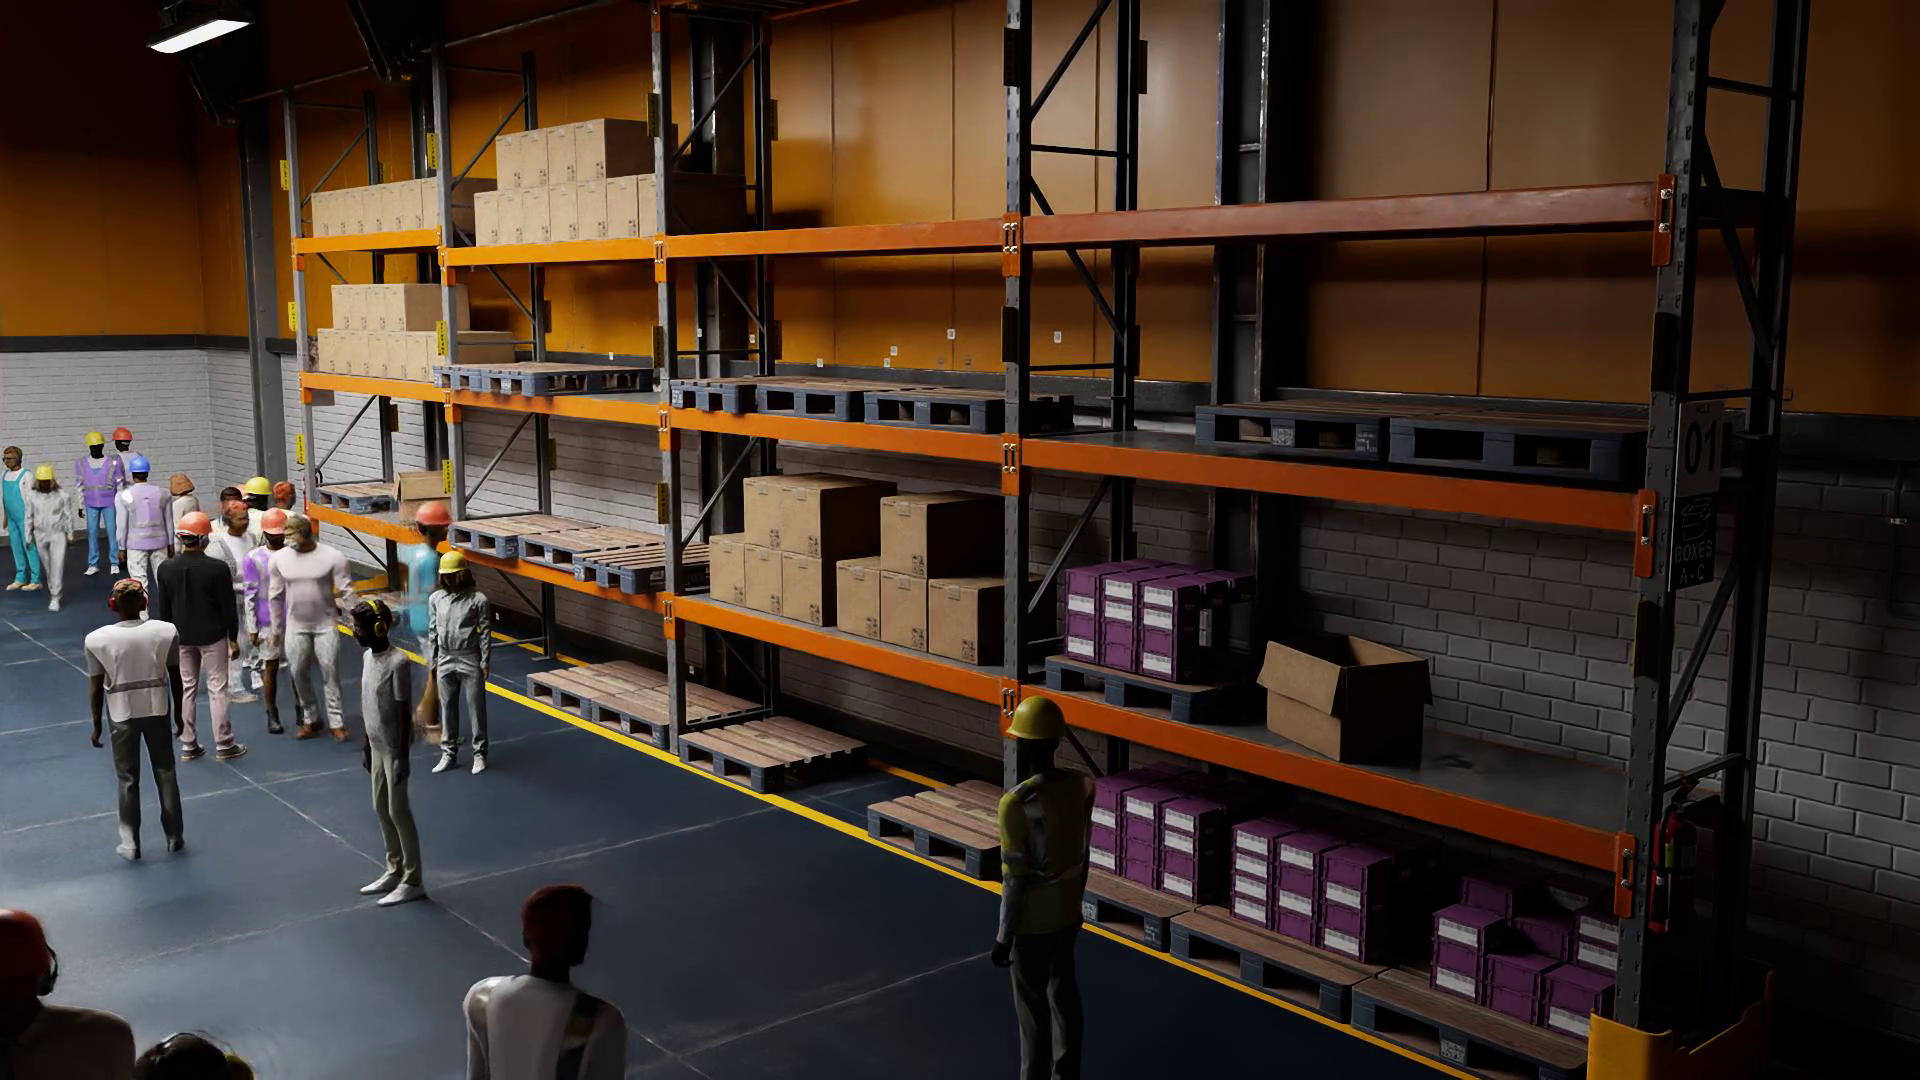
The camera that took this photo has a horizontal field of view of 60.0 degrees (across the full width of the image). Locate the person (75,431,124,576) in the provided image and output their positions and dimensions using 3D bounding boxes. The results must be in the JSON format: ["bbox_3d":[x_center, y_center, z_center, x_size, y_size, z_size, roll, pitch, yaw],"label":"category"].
[{"bbox_3d":[-11.441,-0.490,22.141,0.585,1.928,0.379,-2,8,-12],"label":"person"}]

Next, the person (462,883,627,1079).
[{"bbox_3d":[-1.266,1.983,5.144,0.587,1.876,0.365,3,9,19],"label":"person"}]

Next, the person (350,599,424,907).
[{"bbox_3d":[-3.498,1.279,10.117,0.525,1.856,0.344,8,11,44],"label":"person"}]

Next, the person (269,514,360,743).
[{"bbox_3d":[-5.327,0.725,13.745,0.711,1.927,0.391,-1,8,-7],"label":"person"}]

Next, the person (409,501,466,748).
[{"bbox_3d":[-4.268,0.696,13.537,0.405,2.031,0.628,-3,9,-19],"label":"person"}]

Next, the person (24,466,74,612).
[{"bbox_3d":[-10.842,-0.040,19.806,0.497,1.699,0.890,-2,9,-17],"label":"person"}]

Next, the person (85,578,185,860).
[{"bbox_3d":[-5.376,1.169,10.886,0.563,1.848,0.391,-6,10,-34],"label":"person"}]

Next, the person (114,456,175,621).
[{"bbox_3d":[-8.971,0.050,18.316,0.606,1.947,0.406,-8,11,-44],"label":"person"}]

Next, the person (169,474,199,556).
[{"bbox_3d":[-9.084,0.037,19.543,0.285,1.629,0.503,1,8,4],"label":"person"}]

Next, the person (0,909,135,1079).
[{"bbox_3d":[-2.631,1.990,4.715,0.616,1.986,0.407,-4,9,-24],"label":"person"}]

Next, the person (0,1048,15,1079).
[{"bbox_3d":[-2.918,1.965,4.691,0.686,2.000,0.536,0,8,2],"label":"person"}]

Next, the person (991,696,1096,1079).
[{"bbox_3d":[0.350,1.637,7.355,0.366,1.926,0.594,7,11,40],"label":"person"}]

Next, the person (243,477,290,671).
[{"bbox_3d":[-6.935,0.334,16.464,0.591,1.919,0.399,4,9,24],"label":"person"}]

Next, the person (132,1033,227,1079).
[{"bbox_3d":[-1.811,2.137,4.335,0.659,1.813,0.337,-4,9,-27],"label":"person"}]

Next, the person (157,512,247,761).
[{"bbox_3d":[-6.004,0.768,13.167,0.612,1.995,0.377,0,8,2],"label":"person"}]

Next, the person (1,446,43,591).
[{"bbox_3d":[-11.835,-0.267,20.931,0.501,1.839,0.341,3,9,23],"label":"person"}]

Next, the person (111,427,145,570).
[{"bbox_3d":[-11.341,-0.565,22.632,0.359,1.938,0.547,4,9,23],"label":"person"}]

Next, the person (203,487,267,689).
[{"bbox_3d":[-6.793,0.464,15.619,0.596,1.896,0.386,-2,8,-12],"label":"person"}]

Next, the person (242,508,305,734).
[{"bbox_3d":[-5.734,0.679,14.051,0.548,1.924,0.387,-7,11,-40],"label":"person"}]

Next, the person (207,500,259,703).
[{"bbox_3d":[-6.617,0.552,15.111,0.531,1.863,0.630,2,8,15],"label":"person"}]

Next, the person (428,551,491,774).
[{"bbox_3d":[-3.856,0.944,12.810,0.490,1.743,0.324,1,8,6],"label":"person"}]
